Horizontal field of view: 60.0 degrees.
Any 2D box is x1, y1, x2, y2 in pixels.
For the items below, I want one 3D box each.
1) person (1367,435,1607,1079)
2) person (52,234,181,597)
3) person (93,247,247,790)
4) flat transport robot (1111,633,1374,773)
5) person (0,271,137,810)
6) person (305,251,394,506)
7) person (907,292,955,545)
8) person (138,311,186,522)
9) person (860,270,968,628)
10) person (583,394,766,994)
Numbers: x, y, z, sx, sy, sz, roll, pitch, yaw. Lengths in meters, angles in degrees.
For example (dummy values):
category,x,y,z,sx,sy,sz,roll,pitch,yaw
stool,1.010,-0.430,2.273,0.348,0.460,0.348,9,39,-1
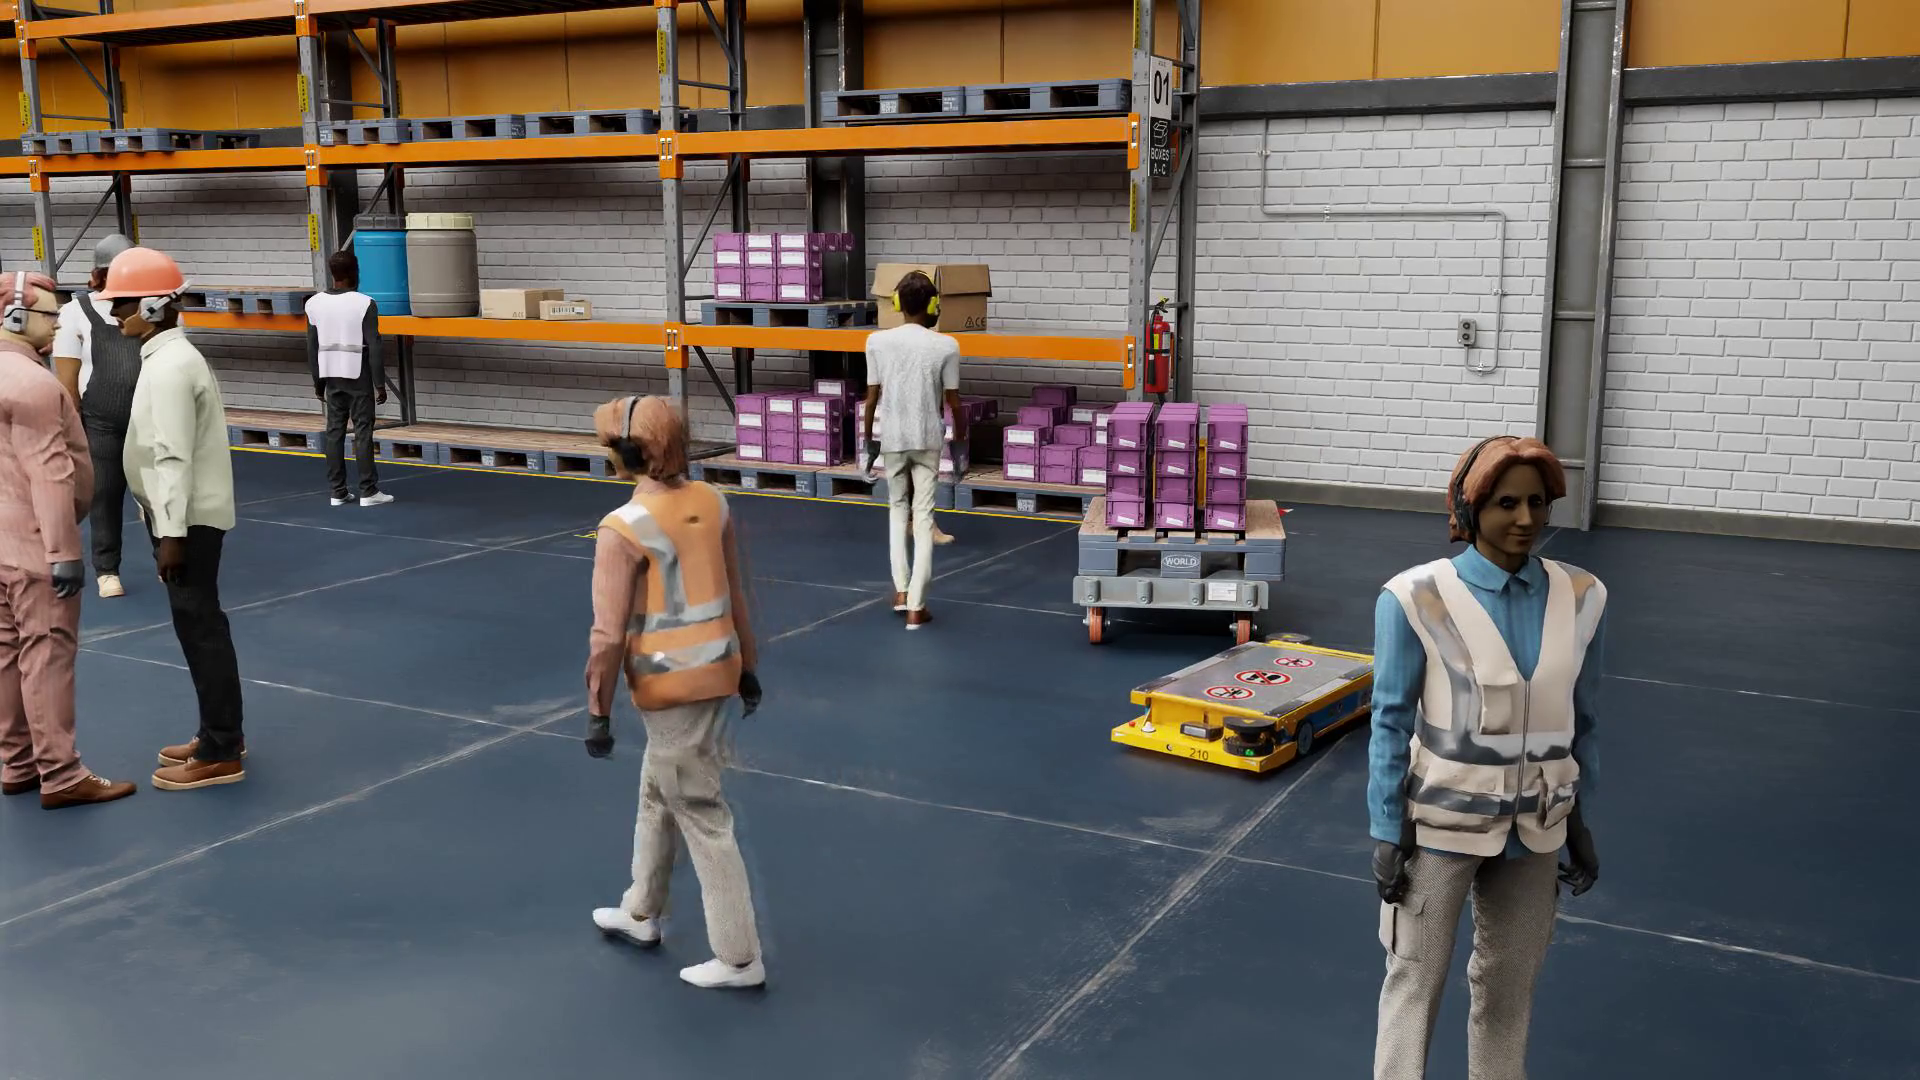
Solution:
category,x,y,z,sx,sy,sz,roll,pitch,yaw
person,1.058,0.600,3.382,0.514,1.641,0.309,-3,11,-14
person,-4.697,-0.706,9.442,0.689,2.000,0.538,-10,14,-44
person,-2.903,-0.075,6.155,0.409,1.987,0.608,-5,11,-25
flat transport robot,1.284,0.643,6.894,0.652,0.197,1.431,7,13,37
person,-3.295,0.003,5.946,0.643,1.902,0.399,8,13,39
person,-4.612,-1.208,12.533,0.600,1.915,0.376,2,11,13
person,-0.248,-0.812,10.969,0.317,1.696,0.537,-6,12,-30
person,-5.637,-0.982,11.576,0.653,1.808,0.884,-8,13,-36
person,-0.228,-0.486,8.763,0.550,1.847,0.653,2,10,9
person,-0.836,0.409,4.509,0.765,1.602,0.540,4,11,23
